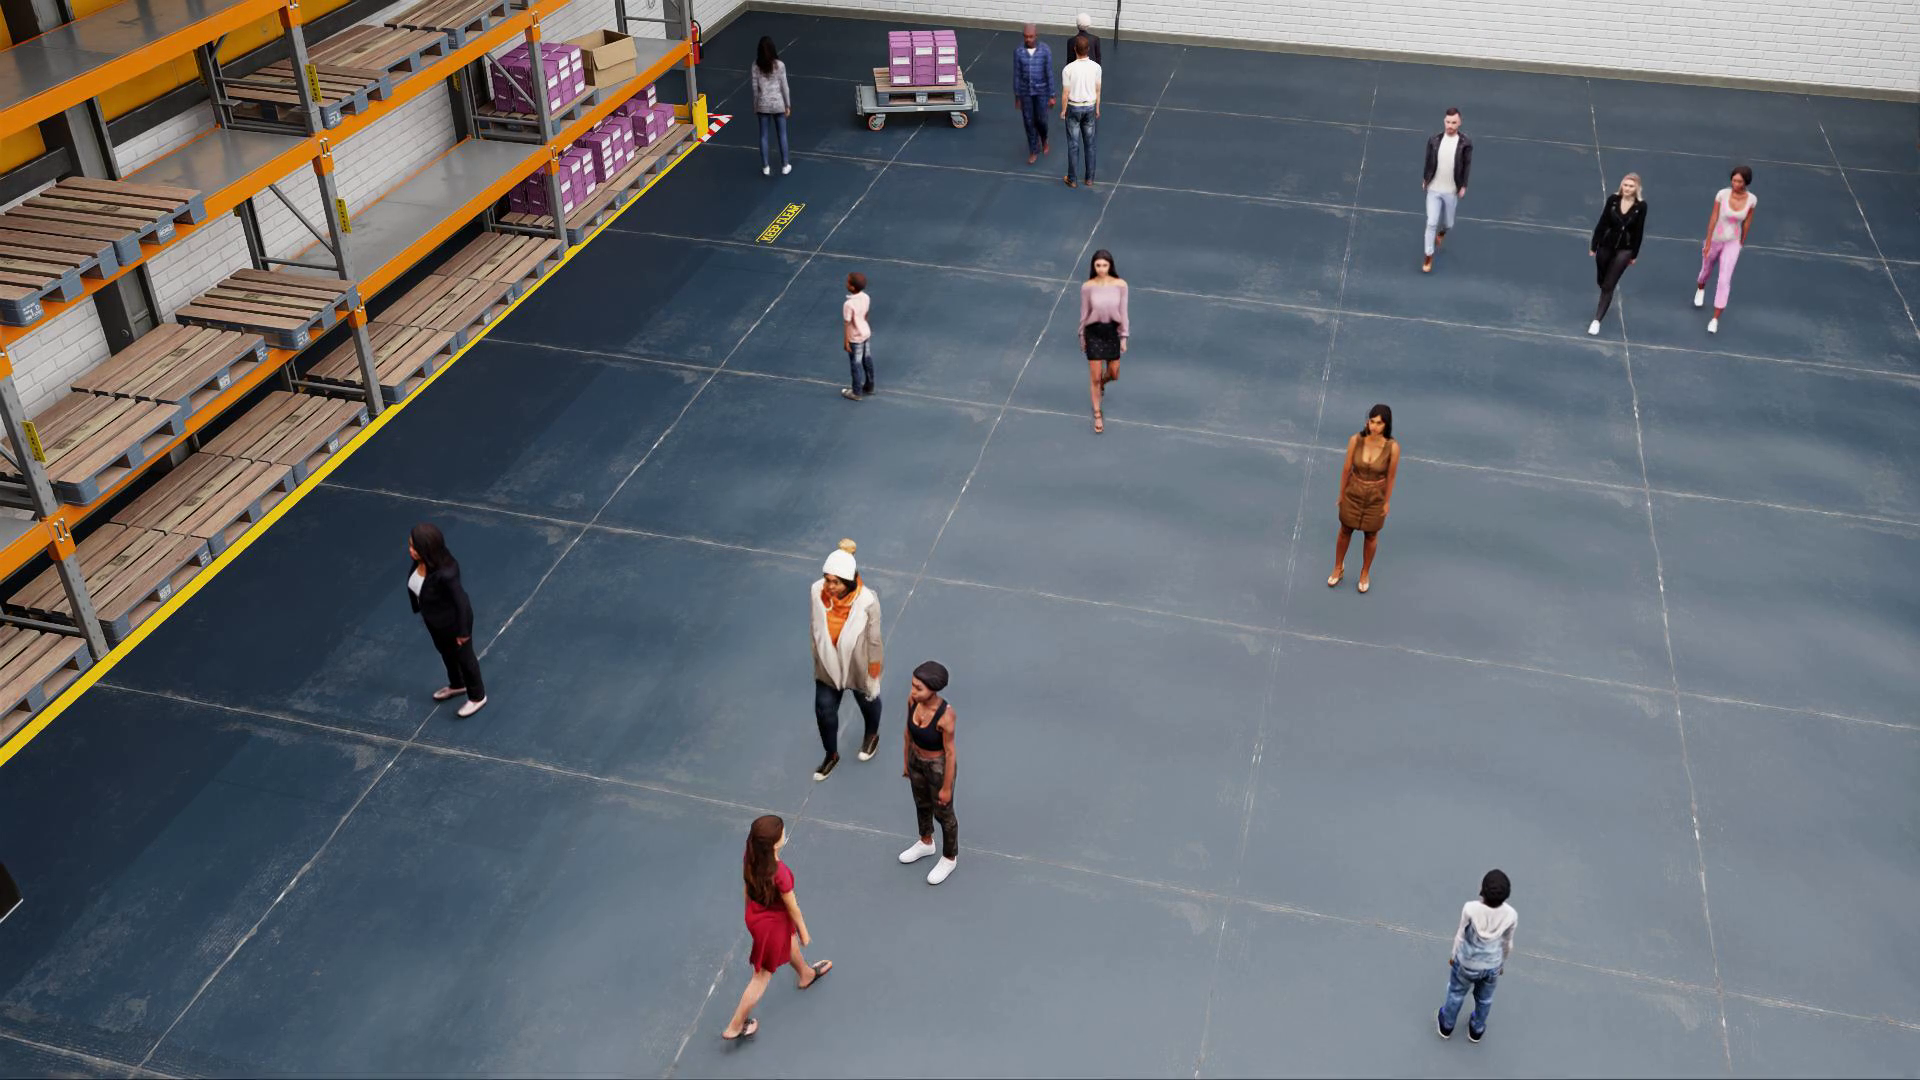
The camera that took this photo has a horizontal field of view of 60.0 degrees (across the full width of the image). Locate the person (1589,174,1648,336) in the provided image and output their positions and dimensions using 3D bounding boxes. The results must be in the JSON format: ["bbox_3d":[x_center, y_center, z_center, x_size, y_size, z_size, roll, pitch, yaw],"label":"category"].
[{"bbox_3d":[6.854,-3.036,17.364,0.837,1.655,1.189,19,38,26],"label":"person"}]

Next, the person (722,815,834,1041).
[{"bbox_3d":[-1.139,2.238,9.554,1.141,1.516,0.912,-29,43,-36],"label":"person"}]

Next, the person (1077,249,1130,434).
[{"bbox_3d":[1.327,-1.885,15.503,0.759,1.798,0.913,0,34,0],"label":"person"}]

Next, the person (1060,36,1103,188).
[{"bbox_3d":[1.500,-5.306,20.598,0.752,1.856,0.741,-7,34,-10],"label":"person"}]

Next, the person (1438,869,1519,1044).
[{"bbox_3d":[2.976,2.395,9.551,0.492,1.258,0.510,4,34,5],"label":"person"}]

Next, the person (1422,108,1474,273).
[{"bbox_3d":[5.421,-3.947,18.591,0.726,1.814,1.044,13,36,18],"label":"person"}]

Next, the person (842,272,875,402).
[{"bbox_3d":[-0.980,-1.979,16.088,0.608,1.308,0.509,21,39,29],"label":"person"}]

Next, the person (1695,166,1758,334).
[{"bbox_3d":[7.979,-3.112,17.439,0.665,1.699,1.183,13,36,18],"label":"person"}]

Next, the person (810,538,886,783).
[{"bbox_3d":[-0.724,0.746,11.481,0.693,1.869,0.830,8,34,12],"label":"person"}]

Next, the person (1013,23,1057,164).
[{"bbox_3d":[0.963,-5.768,21.348,0.718,1.794,0.734,4,34,7],"label":"person"}]

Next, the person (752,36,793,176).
[{"bbox_3d":[-2.391,-5.481,20.973,0.671,1.732,0.610,0,34,0],"label":"person"}]

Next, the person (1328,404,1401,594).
[{"bbox_3d":[3.237,-0.340,13.276,0.592,1.690,0.549,14,36,20],"label":"person"}]

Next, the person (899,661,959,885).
[{"bbox_3d":[-0.175,1.455,10.568,0.677,1.699,0.658,-27,42,-34],"label":"person"}]

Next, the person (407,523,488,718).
[{"bbox_3d":[-3.702,0.552,12.002,0.759,1.615,0.774,26,42,33],"label":"person"}]

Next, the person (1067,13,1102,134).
[{"bbox_3d":[1.710,-6.190,22.315,0.807,1.782,0.714,-4,34,-6],"label":"person"}]
